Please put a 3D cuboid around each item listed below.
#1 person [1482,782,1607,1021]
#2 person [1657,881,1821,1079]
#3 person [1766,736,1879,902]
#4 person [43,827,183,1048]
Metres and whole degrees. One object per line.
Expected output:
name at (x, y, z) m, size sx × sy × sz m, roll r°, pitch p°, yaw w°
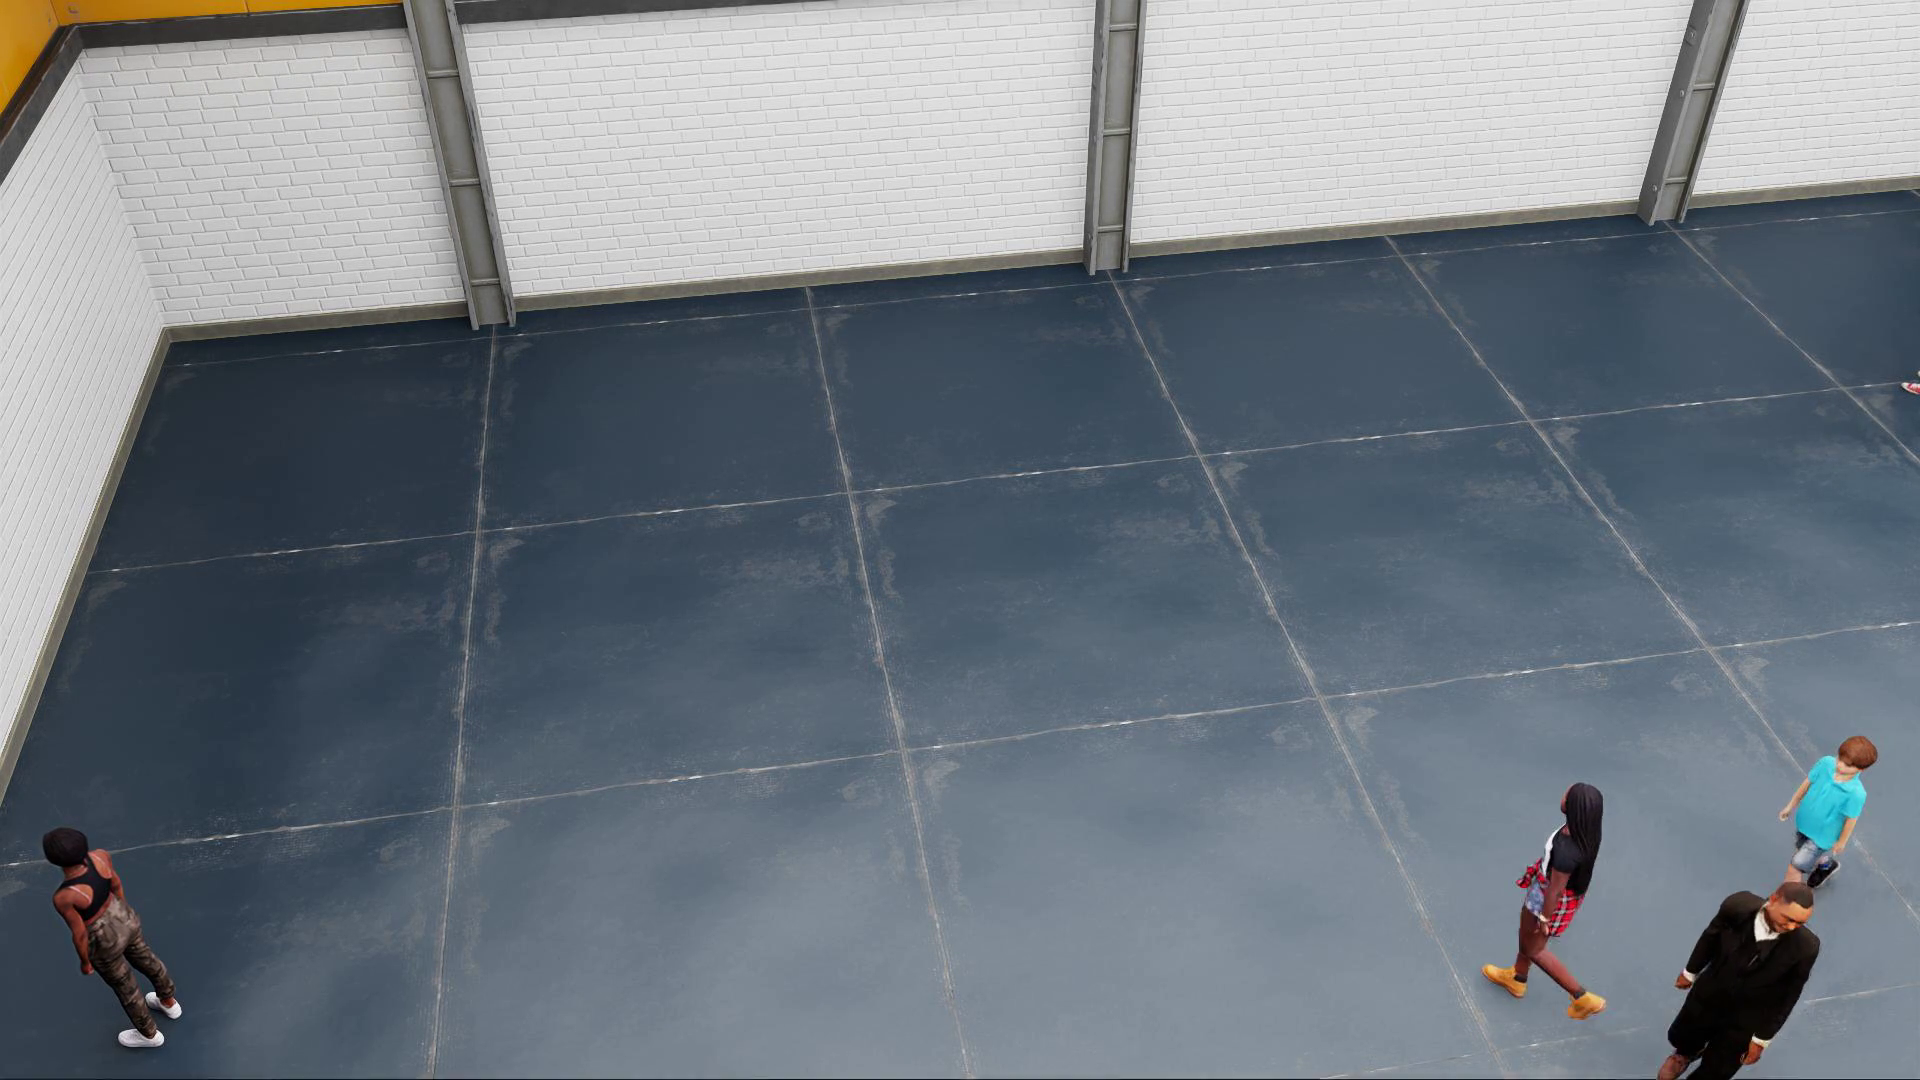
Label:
person at (3.413, 2.056, 9.313) m, size 1.016 × 1.703 × 0.956 m, roll 22°, pitch 43°, yaw 25°
person at (4.118, 2.396, 8.743) m, size 1.025 × 1.884 × 0.950 m, roll -26°, pitch 45°, yaw -29°
person at (5.224, 1.685, 9.998) m, size 0.929 × 1.428 × 0.550 m, roll -8°, pitch 39°, yaw -10°
person at (-4.683, 2.177, 9.164) m, size 0.655 × 1.700 × 0.649 m, roll 8°, pitch 39°, yaw 10°
